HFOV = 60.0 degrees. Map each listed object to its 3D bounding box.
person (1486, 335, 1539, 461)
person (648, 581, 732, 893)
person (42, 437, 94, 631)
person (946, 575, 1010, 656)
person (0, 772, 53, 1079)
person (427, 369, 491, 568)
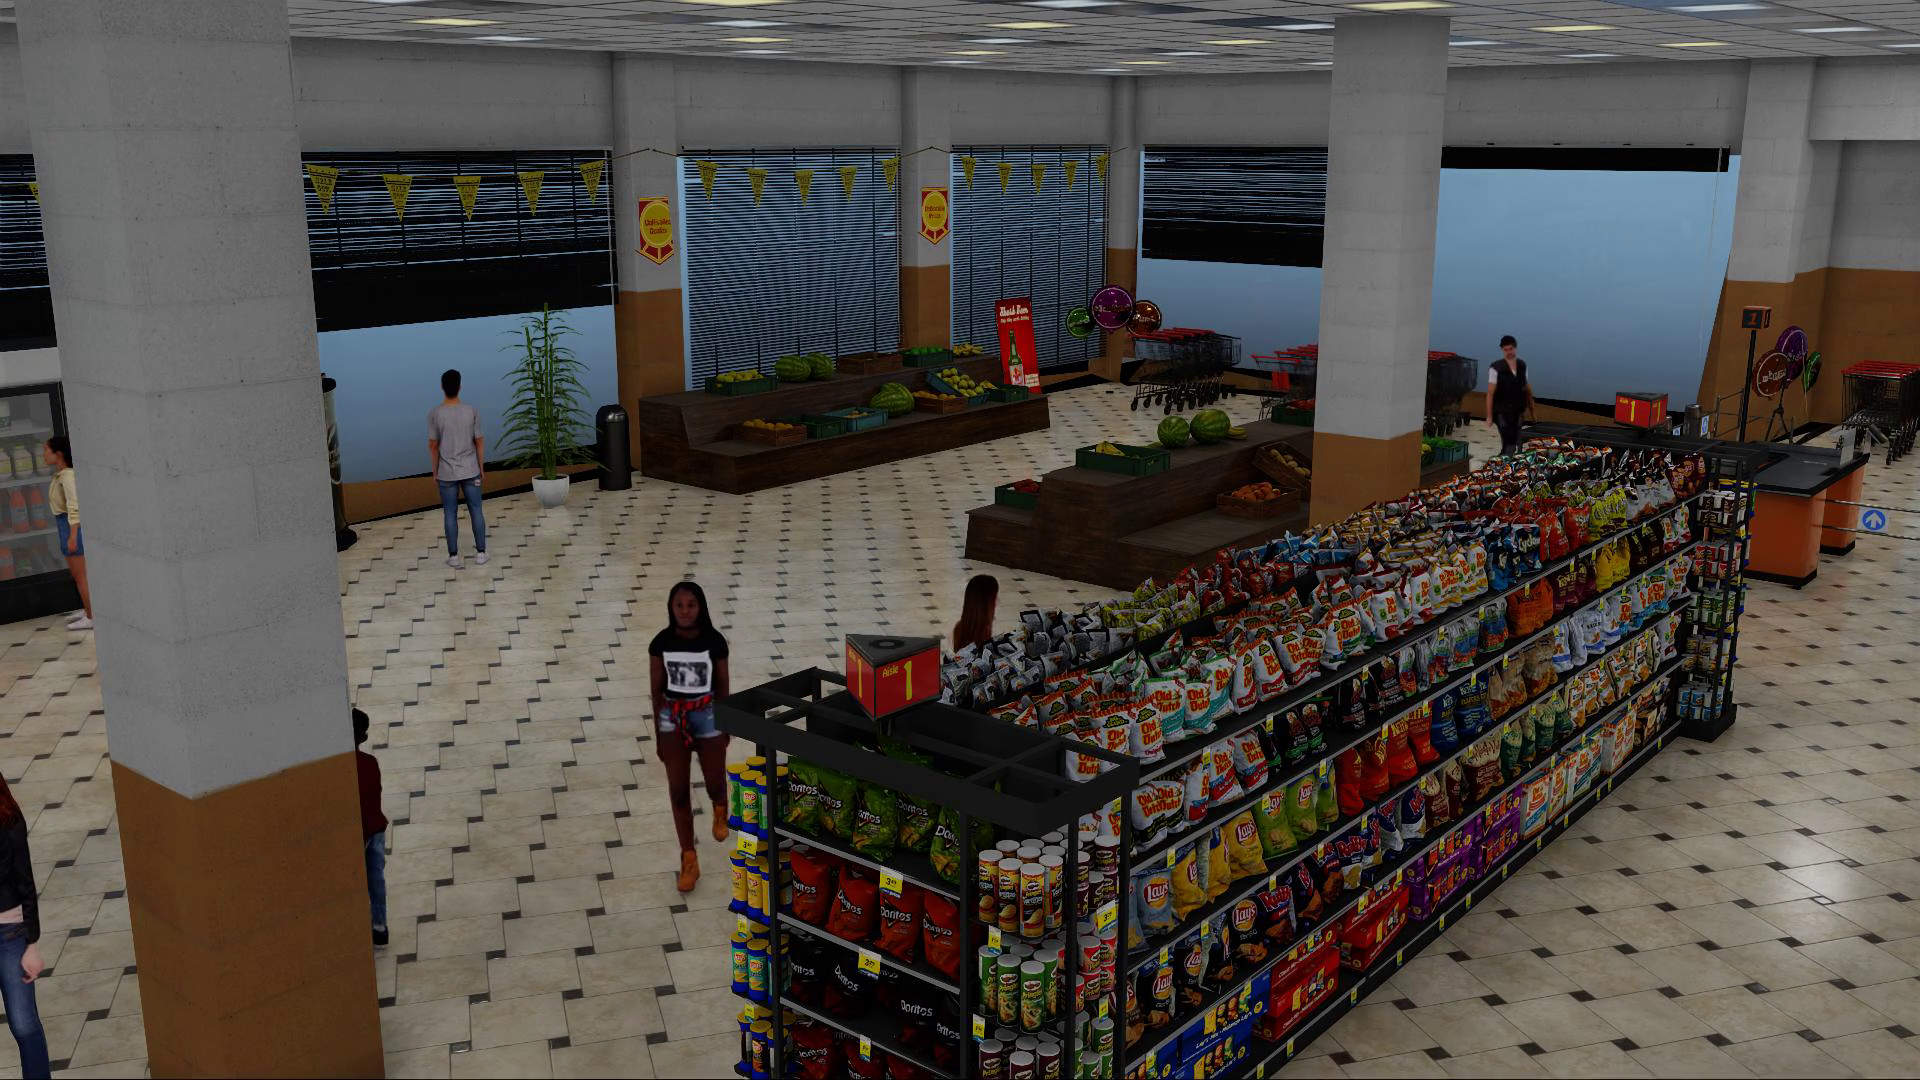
[{"bbox_3d":[6.315,-1.472,19.333,0.768,1.819,0.873,-7,15,-27],"label":"person"},{"bbox_3d":[-1.478,1.042,9.202,0.910,1.708,0.998,0,14,0],"label":"person"},{"bbox_3d":[-7.427,-0.065,13.933,0.664,1.630,0.710,-8,16,-29],"label":"person"},{"bbox_3d":[0.056,1.052,9.283,0.757,1.651,1.091,7,16,28],"label":"person"},{"bbox_3d":[-3.888,1.623,6.638,0.634,1.787,0.717,-3,14,-12],"label":"person"},{"bbox_3d":[-4.820,-0.693,15.969,0.695,1.890,0.817,-5,14,-19],"label":"person"}]
